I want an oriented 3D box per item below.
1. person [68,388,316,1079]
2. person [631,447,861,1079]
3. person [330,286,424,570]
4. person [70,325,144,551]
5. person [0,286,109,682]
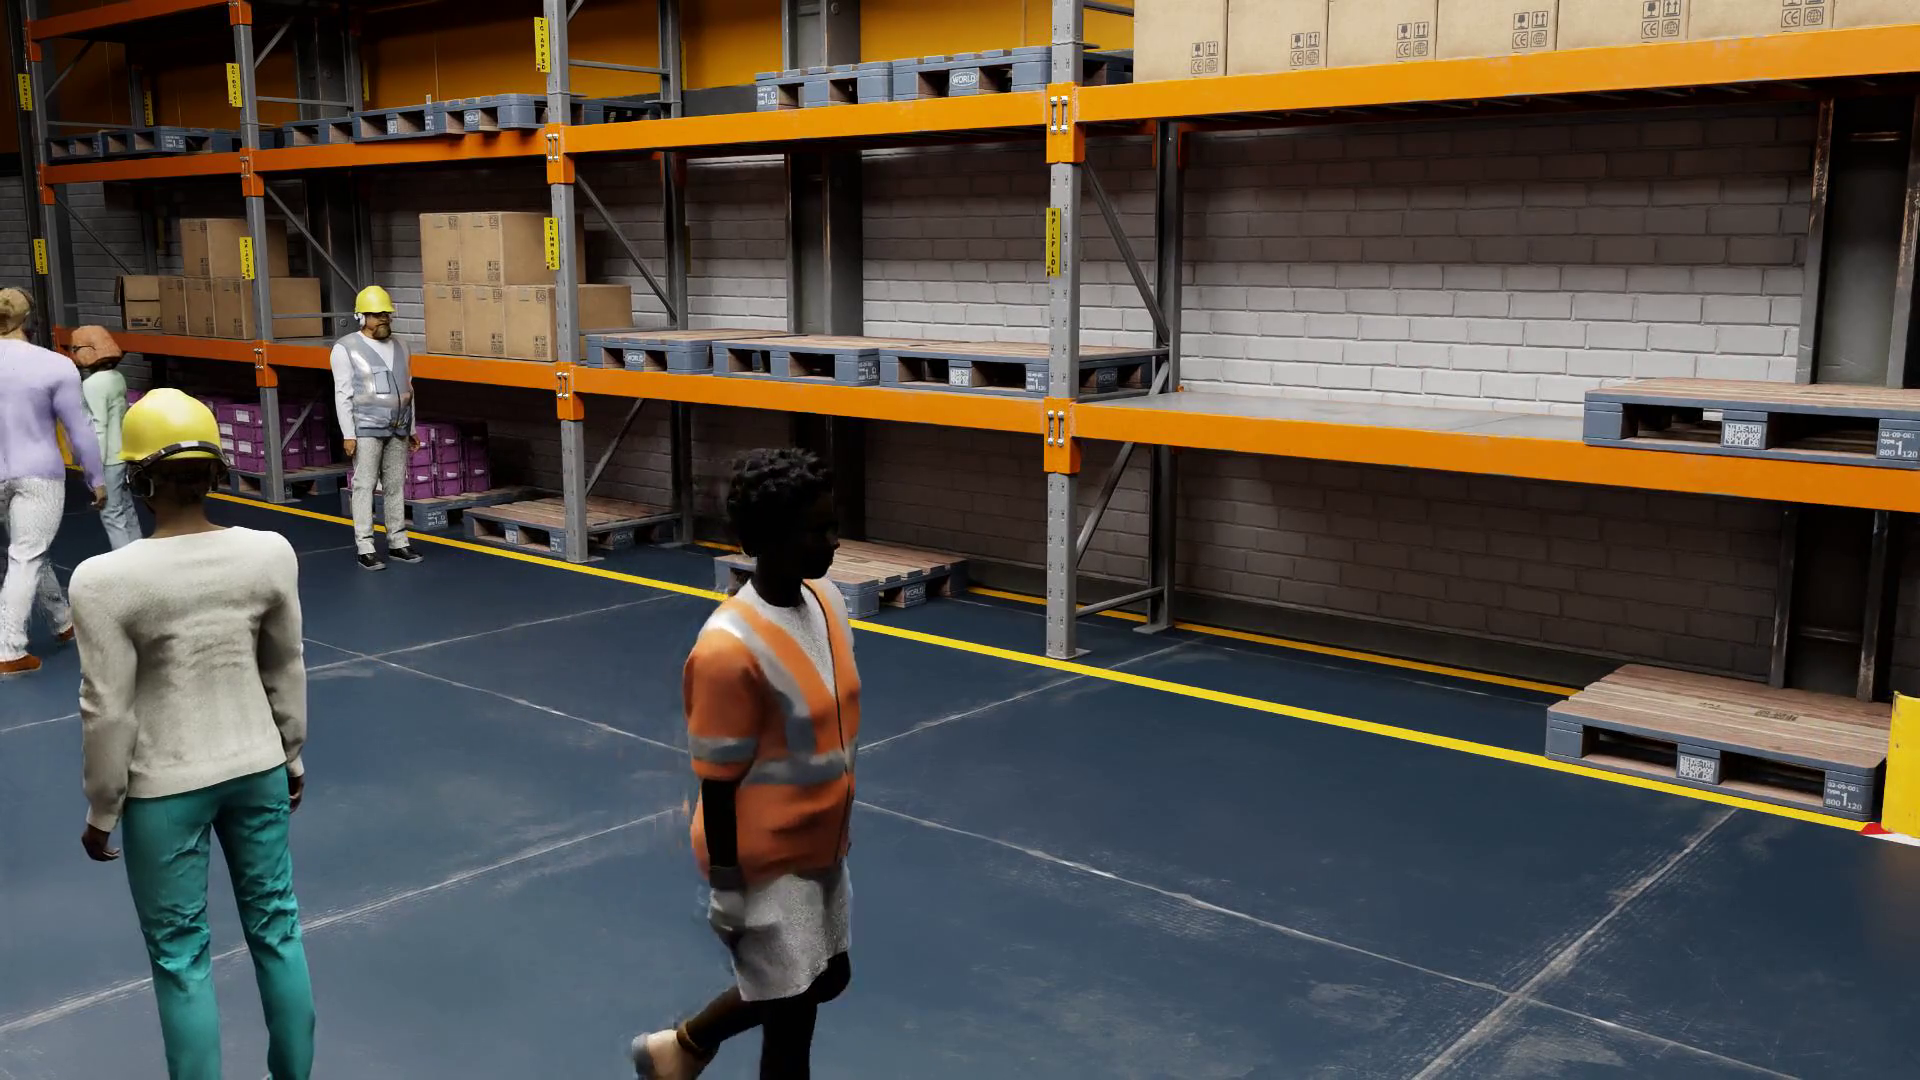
[{"bbox_3d":[-1.732,0.541,3.780,0.311,1.768,0.533,7,12,35],"label":"person"},{"bbox_3d":[-0.435,0.631,3.493,0.604,1.680,0.542,4,11,20],"label":"person"},{"bbox_3d":[-3.773,-0.731,10.833,0.404,1.833,0.590,6,12,32],"label":"person"},{"bbox_3d":[-4.966,-0.430,9.689,0.268,1.630,0.507,-2,10,-10],"label":"person"},{"bbox_3d":[-4.584,-0.306,8.255,0.658,1.881,1.020,0,10,2],"label":"person"}]
